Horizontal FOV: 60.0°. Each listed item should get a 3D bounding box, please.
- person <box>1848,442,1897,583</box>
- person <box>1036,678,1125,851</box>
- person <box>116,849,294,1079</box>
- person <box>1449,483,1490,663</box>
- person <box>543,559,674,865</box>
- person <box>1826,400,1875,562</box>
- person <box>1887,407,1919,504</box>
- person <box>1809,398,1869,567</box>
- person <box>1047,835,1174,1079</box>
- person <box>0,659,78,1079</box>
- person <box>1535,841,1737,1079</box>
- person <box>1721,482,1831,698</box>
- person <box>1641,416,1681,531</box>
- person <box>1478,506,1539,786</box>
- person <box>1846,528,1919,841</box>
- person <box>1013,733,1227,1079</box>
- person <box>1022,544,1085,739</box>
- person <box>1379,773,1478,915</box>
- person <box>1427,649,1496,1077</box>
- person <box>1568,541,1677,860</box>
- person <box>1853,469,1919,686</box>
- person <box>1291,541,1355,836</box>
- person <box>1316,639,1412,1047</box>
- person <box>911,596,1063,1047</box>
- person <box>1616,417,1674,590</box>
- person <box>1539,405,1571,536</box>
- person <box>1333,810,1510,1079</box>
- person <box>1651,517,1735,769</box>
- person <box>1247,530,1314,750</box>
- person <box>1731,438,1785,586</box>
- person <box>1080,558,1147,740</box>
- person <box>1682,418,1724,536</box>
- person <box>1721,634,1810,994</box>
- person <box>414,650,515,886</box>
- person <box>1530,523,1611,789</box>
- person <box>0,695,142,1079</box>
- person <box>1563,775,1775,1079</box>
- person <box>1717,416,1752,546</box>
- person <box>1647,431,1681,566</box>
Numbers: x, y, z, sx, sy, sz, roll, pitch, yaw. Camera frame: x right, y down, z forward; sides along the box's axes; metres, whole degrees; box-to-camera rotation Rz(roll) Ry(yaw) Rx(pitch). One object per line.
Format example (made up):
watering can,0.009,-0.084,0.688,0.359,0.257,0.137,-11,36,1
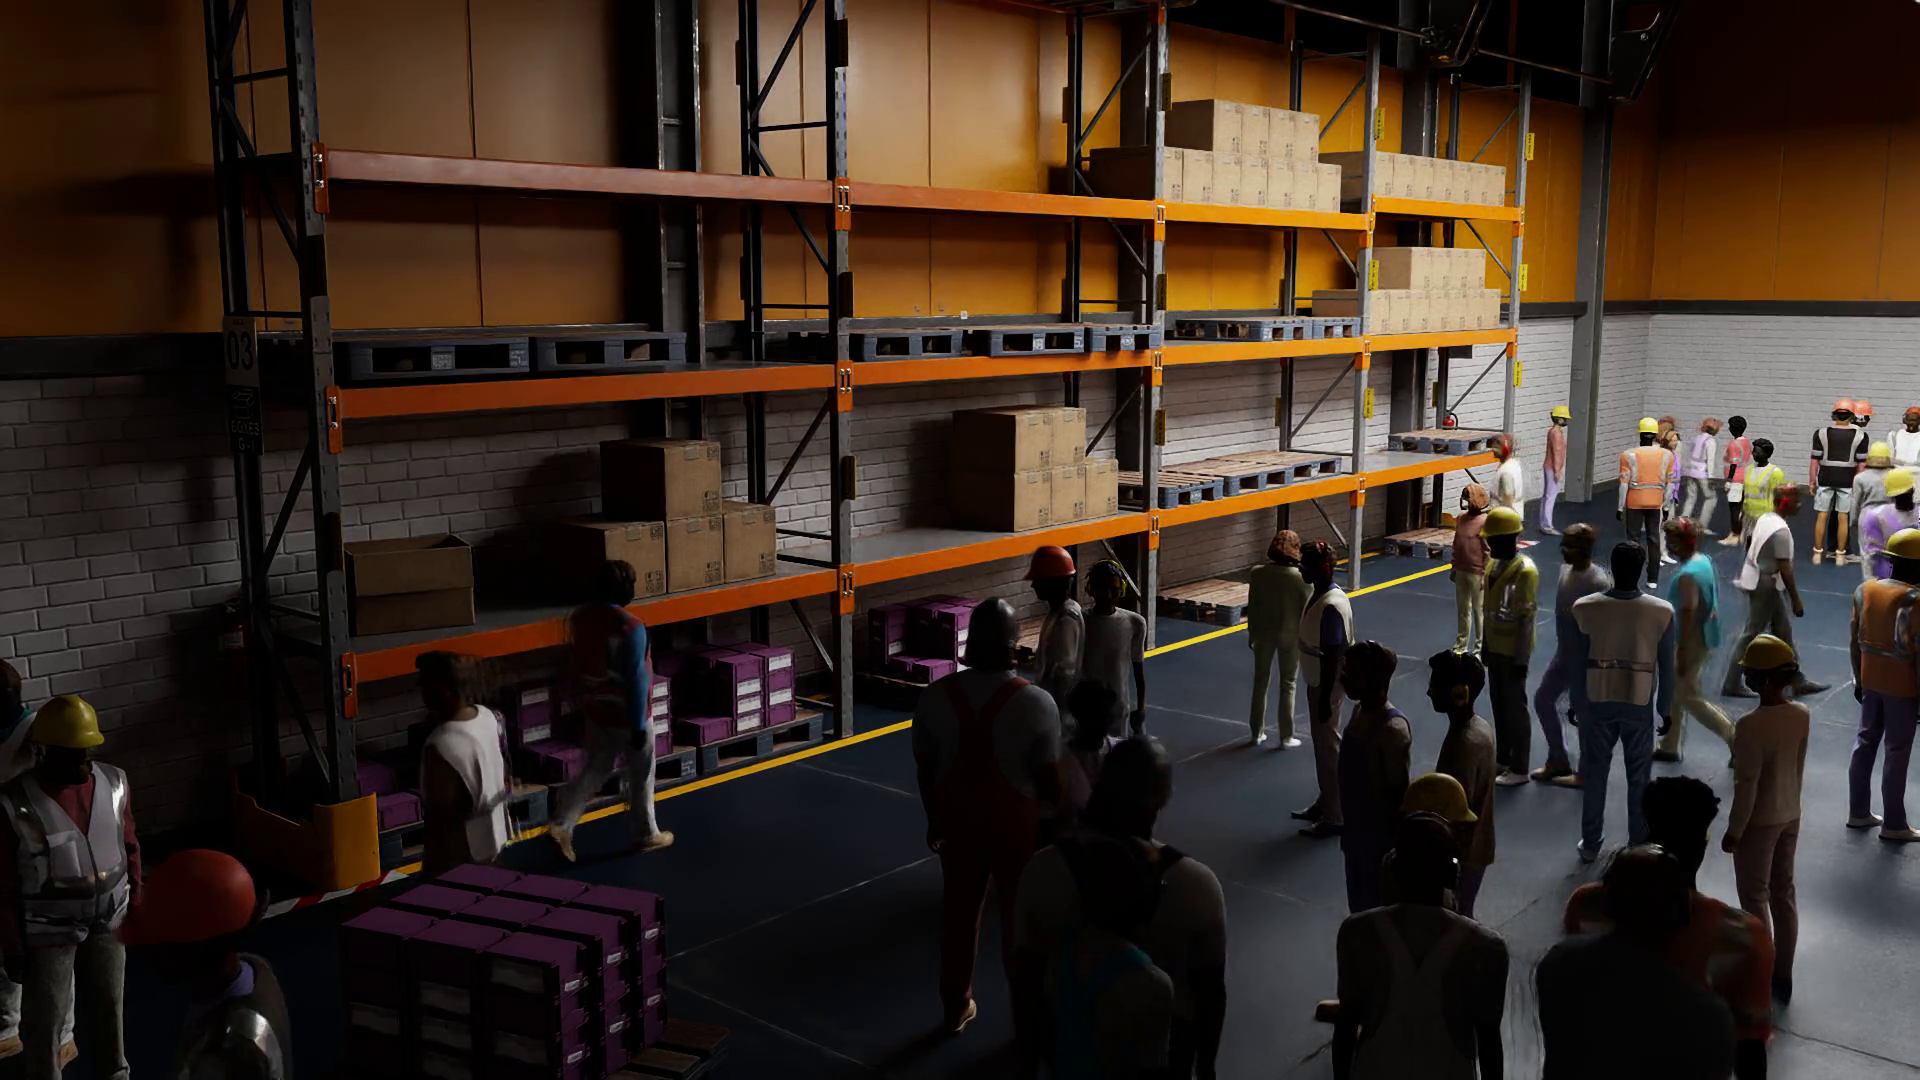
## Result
person,9.761,-0.187,17.768,0.499,1.717,0.707,3,9,19
person,0.558,1.437,7.445,0.540,1.686,0.372,-3,9,-18
person,-1.868,1.762,4.257,0.444,2.047,0.647,-4,10,-22
person,4.591,0.298,14.962,0.285,1.633,0.497,-4,10,-23
person,-2.069,1.013,9.771,0.633,1.816,0.796,7,11,37
person,10.934,-0.719,20.399,0.408,1.986,0.616,0,9,1
person,11.871,-0.733,20.826,0.360,1.880,0.576,-9,12,-44
person,10.595,-0.690,20.083,0.611,2.030,0.410,5,10,28
person,0.405,1.766,4.881,0.566,1.828,0.504,-6,11,-34
person,-4.094,1.409,7.159,0.619,1.837,0.430,2,9,14
person,1.722,1.791,4.518,0.741,1.892,0.691,-5,10,-29
person,6.713,0.431,13.537,0.904,1.797,0.590,3,9,21
person,9.609,-0.892,22.721,0.351,1.620,0.521,-4,10,-24
person,3.710,0.719,11.366,0.416,1.916,0.583,-1,9,-9
person,5.755,0.882,10.251,0.368,1.927,0.589,-3,9,-17
person,0.514,1.584,5.360,0.679,2.000,1.018,3,9,19
person,0.551,0.979,9.625,0.389,1.930,0.546,0,9,3
person,1.618,1.661,5.857,0.336,1.735,0.487,-1,9,-4
person,2.145,1.391,7.194,0.326,1.863,0.510,3,9,19
person,3.884,0.958,9.789,0.588,1.920,0.391,4,10,23
person,7.844,0.349,13.835,0.661,1.893,0.433,1,9,8
person,2.283,0.914,10.357,0.393,1.836,0.561,1,9,4
person,1.847,1.351,7.491,0.329,1.844,0.509,-1,9,-6
person,0.163,1.251,7.510,0.688,2.000,0.539,3,9,20
person,7.615,-0.402,18.532,0.591,1.927,0.366,0,9,3
person,8.074,-0.944,22.555,0.330,1.765,0.526,2,9,11
person,1.391,1.730,5.080,0.504,1.840,0.341,3,9,19
person,5.187,0.732,11.617,0.714,1.810,0.606,4,10,24
person,2.348,0.731,12.209,0.504,1.623,0.286,5,10,28
person,8.916,-0.291,18.558,0.317,1.695,0.540,-3,9,-20
person,0.818,1.022,9.583,0.510,1.860,0.333,1,9,5
person,10.013,-0.848,22.411,0.514,1.611,0.693,0,9,1
person,3.809,1.323,7.926,0.533,1.767,0.327,-6,11,-33
person,-2.209,1.382,7.361,0.440,1.832,0.562,1,9,4
person,4.105,0.788,11.177,0.555,1.823,0.538,-2,9,-15
person,-3.509,1.504,6.590,0.403,1.824,0.590,6,10,32
person,2.137,1.668,5.102,0.618,1.946,0.529,5,10,29
person,10.098,-0.769,21.642,0.321,1.695,0.530,8,12,43
person,8.542,-0.511,20.161,0.513,1.641,0.309,-7,11,-38
